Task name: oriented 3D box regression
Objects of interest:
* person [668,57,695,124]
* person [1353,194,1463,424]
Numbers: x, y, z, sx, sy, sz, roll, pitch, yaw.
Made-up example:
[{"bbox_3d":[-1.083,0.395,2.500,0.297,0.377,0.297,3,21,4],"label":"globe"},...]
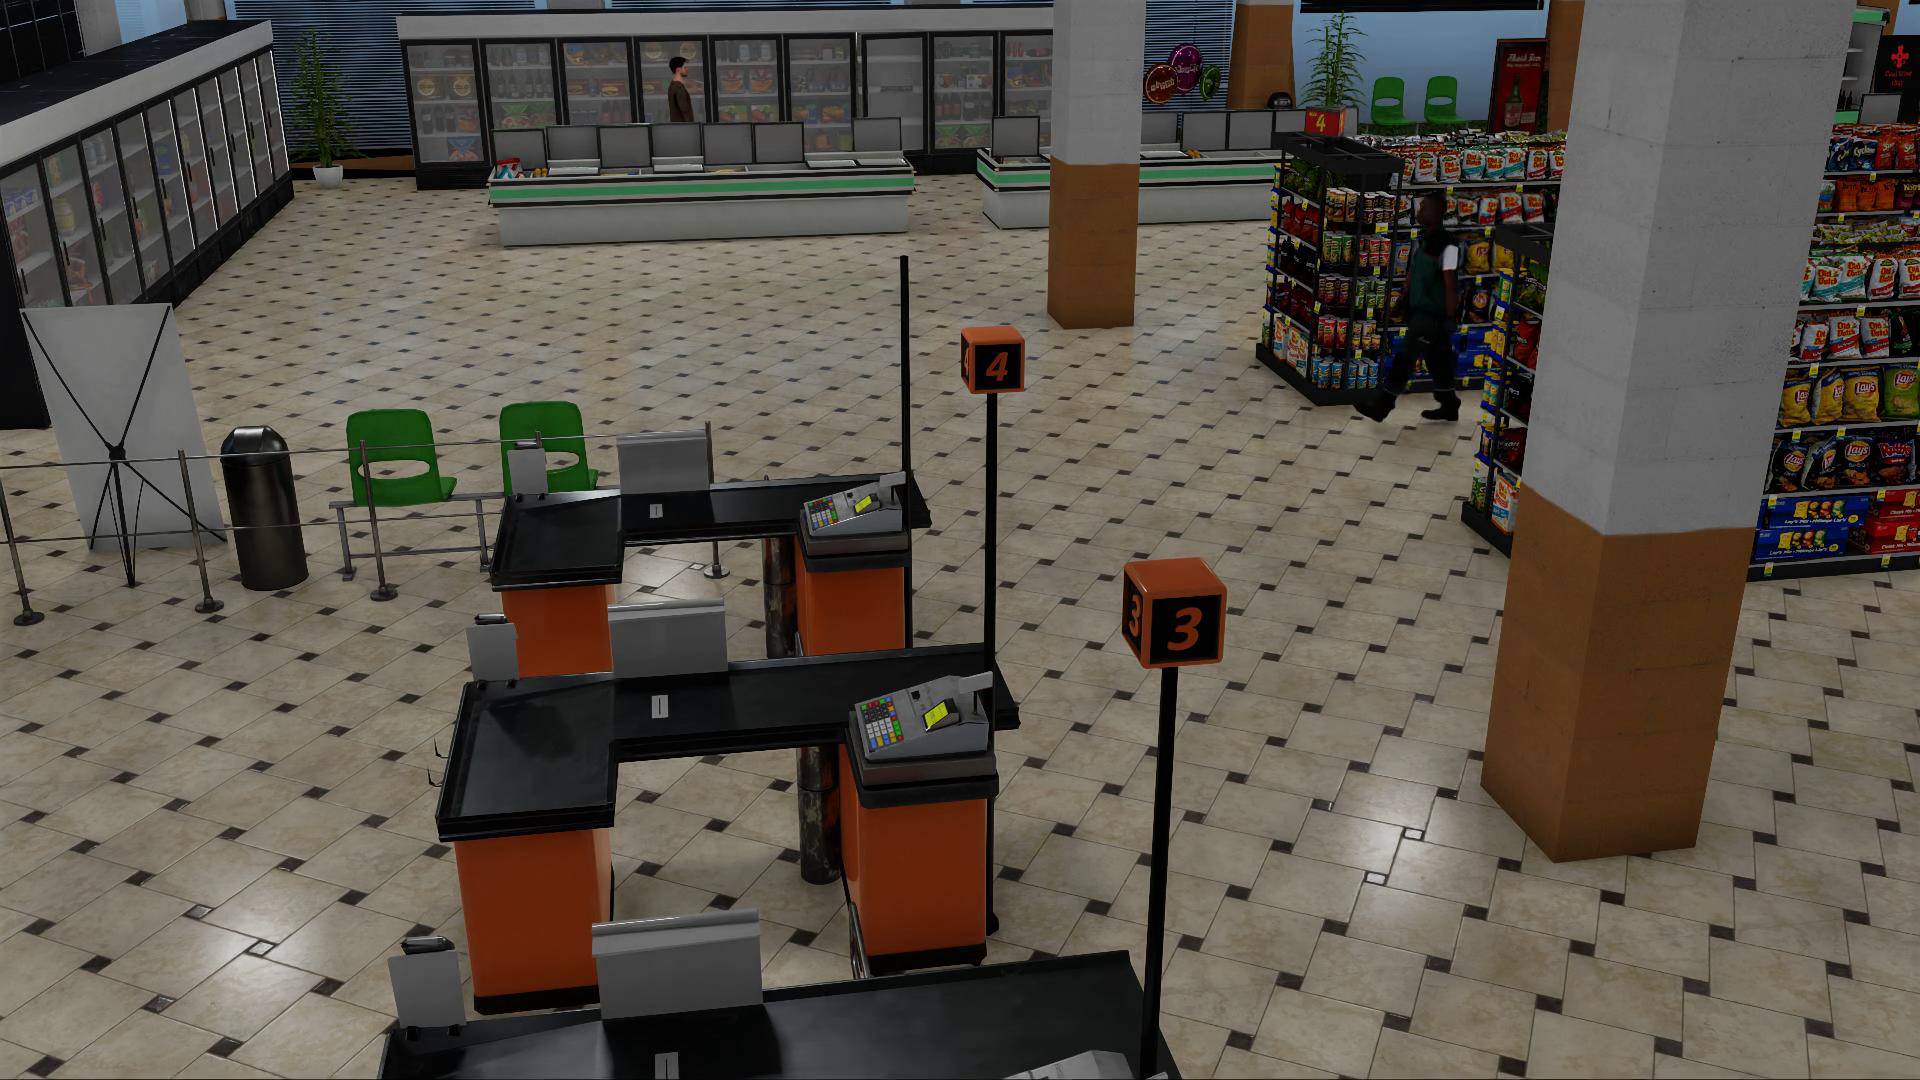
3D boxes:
[{"bbox_3d":[-3.618,-5.319,21.640,0.640,1.888,0.698,-9,23,-21],"label":"person"},{"bbox_3d":[3.732,-1.750,12.884,1.153,1.794,0.747,-2,22,-4],"label":"person"}]
